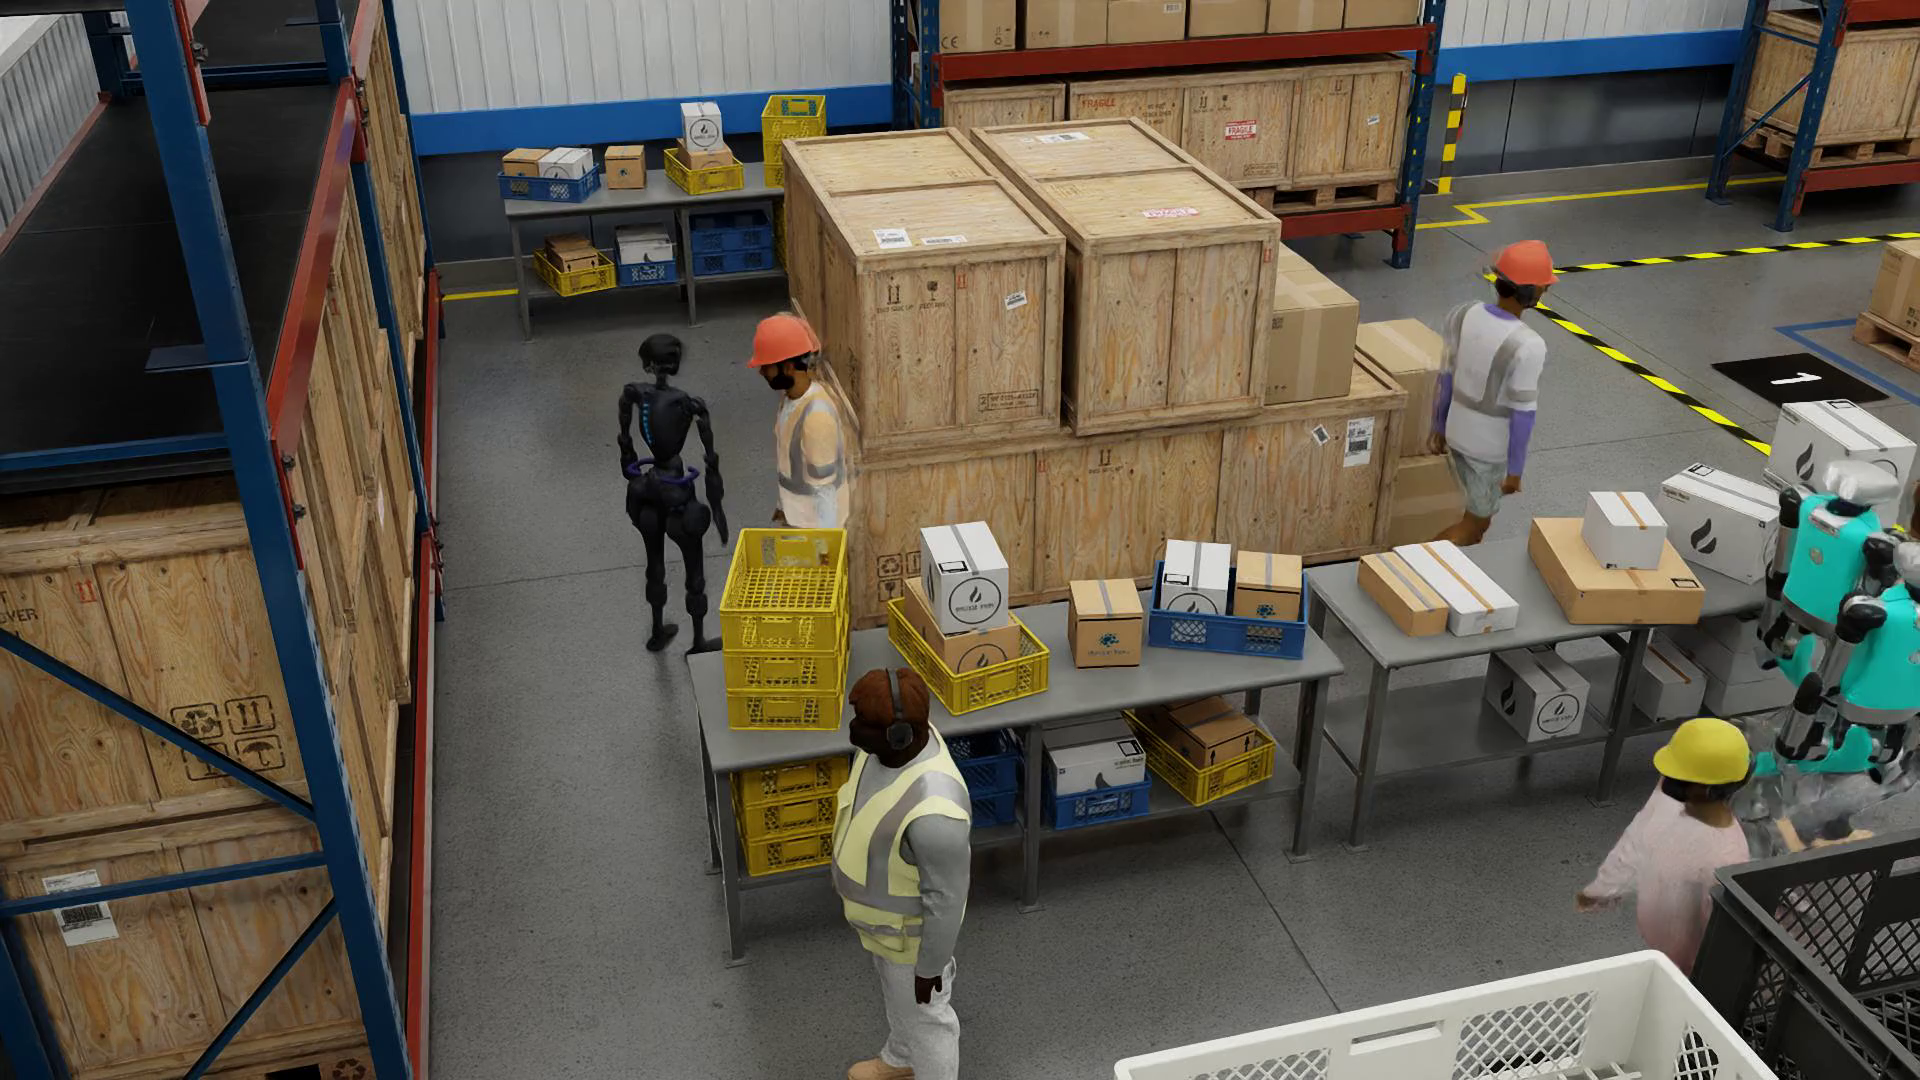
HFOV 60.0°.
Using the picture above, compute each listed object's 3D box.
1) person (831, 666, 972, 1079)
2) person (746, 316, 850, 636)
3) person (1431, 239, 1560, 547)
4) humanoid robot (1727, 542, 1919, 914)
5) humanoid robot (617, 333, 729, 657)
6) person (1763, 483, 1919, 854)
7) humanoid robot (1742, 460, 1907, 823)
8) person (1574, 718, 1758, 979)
[{"bbox_3d":[-0.191,1.192,5.322,0.429,1.841,0.633,-9,30,-16],"label":"person"},{"bbox_3d":[-0.720,-0.112,7.615,0.478,1.910,0.582,-9,30,-16],"label":"person"},{"bbox_3d":[2.517,-0.499,8.225,0.861,2.016,0.616,-9,30,-17],"label":"person"},{"bbox_3d":[3.289,0.680,6.367,0.609,1.781,0.848,-1,29,-1],"label":"humanoid robot"},{"bbox_3d":[-1.402,-0.210,8.023,0.600,1.657,0.314,14,32,24],"label":"humanoid robot"},{"bbox_3d":[3.557,0.560,6.476,0.577,1.824,0.528,-5,29,-9],"label":"person"},{"bbox_3d":[3.649,0.466,6.800,0.878,1.830,0.555,-12,31,-21],"label":"humanoid robot"},{"bbox_3d":[2.259,1.267,5.314,0.929,1.710,0.531,2,29,4],"label":"person"}]
